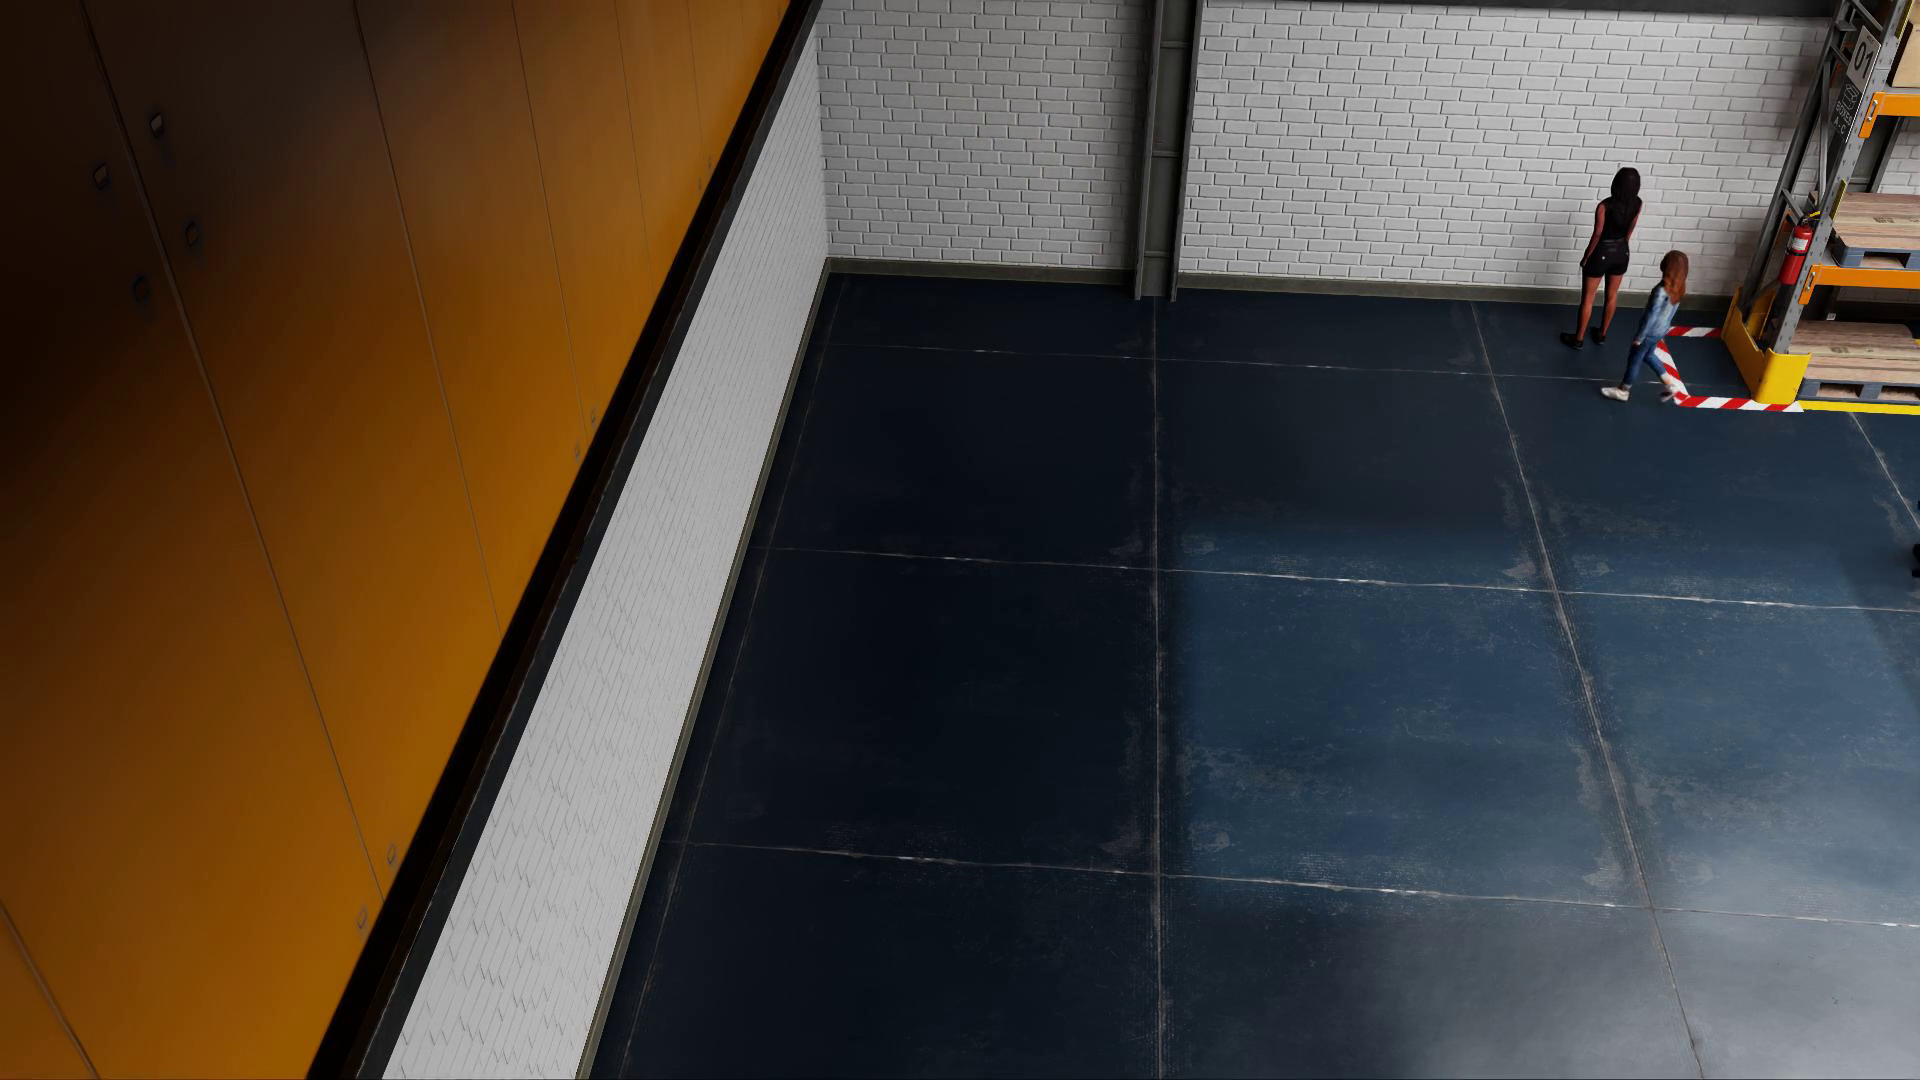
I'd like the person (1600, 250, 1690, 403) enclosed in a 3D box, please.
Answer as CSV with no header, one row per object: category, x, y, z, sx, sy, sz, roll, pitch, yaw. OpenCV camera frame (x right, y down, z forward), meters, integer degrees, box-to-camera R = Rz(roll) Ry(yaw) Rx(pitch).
person,5.897,-1.756,14.018,0.939,1.464,0.840,28,47,31

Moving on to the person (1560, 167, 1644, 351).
person,5.721,-2.492,14.718,0.582,1.740,0.729,-9,40,-11
